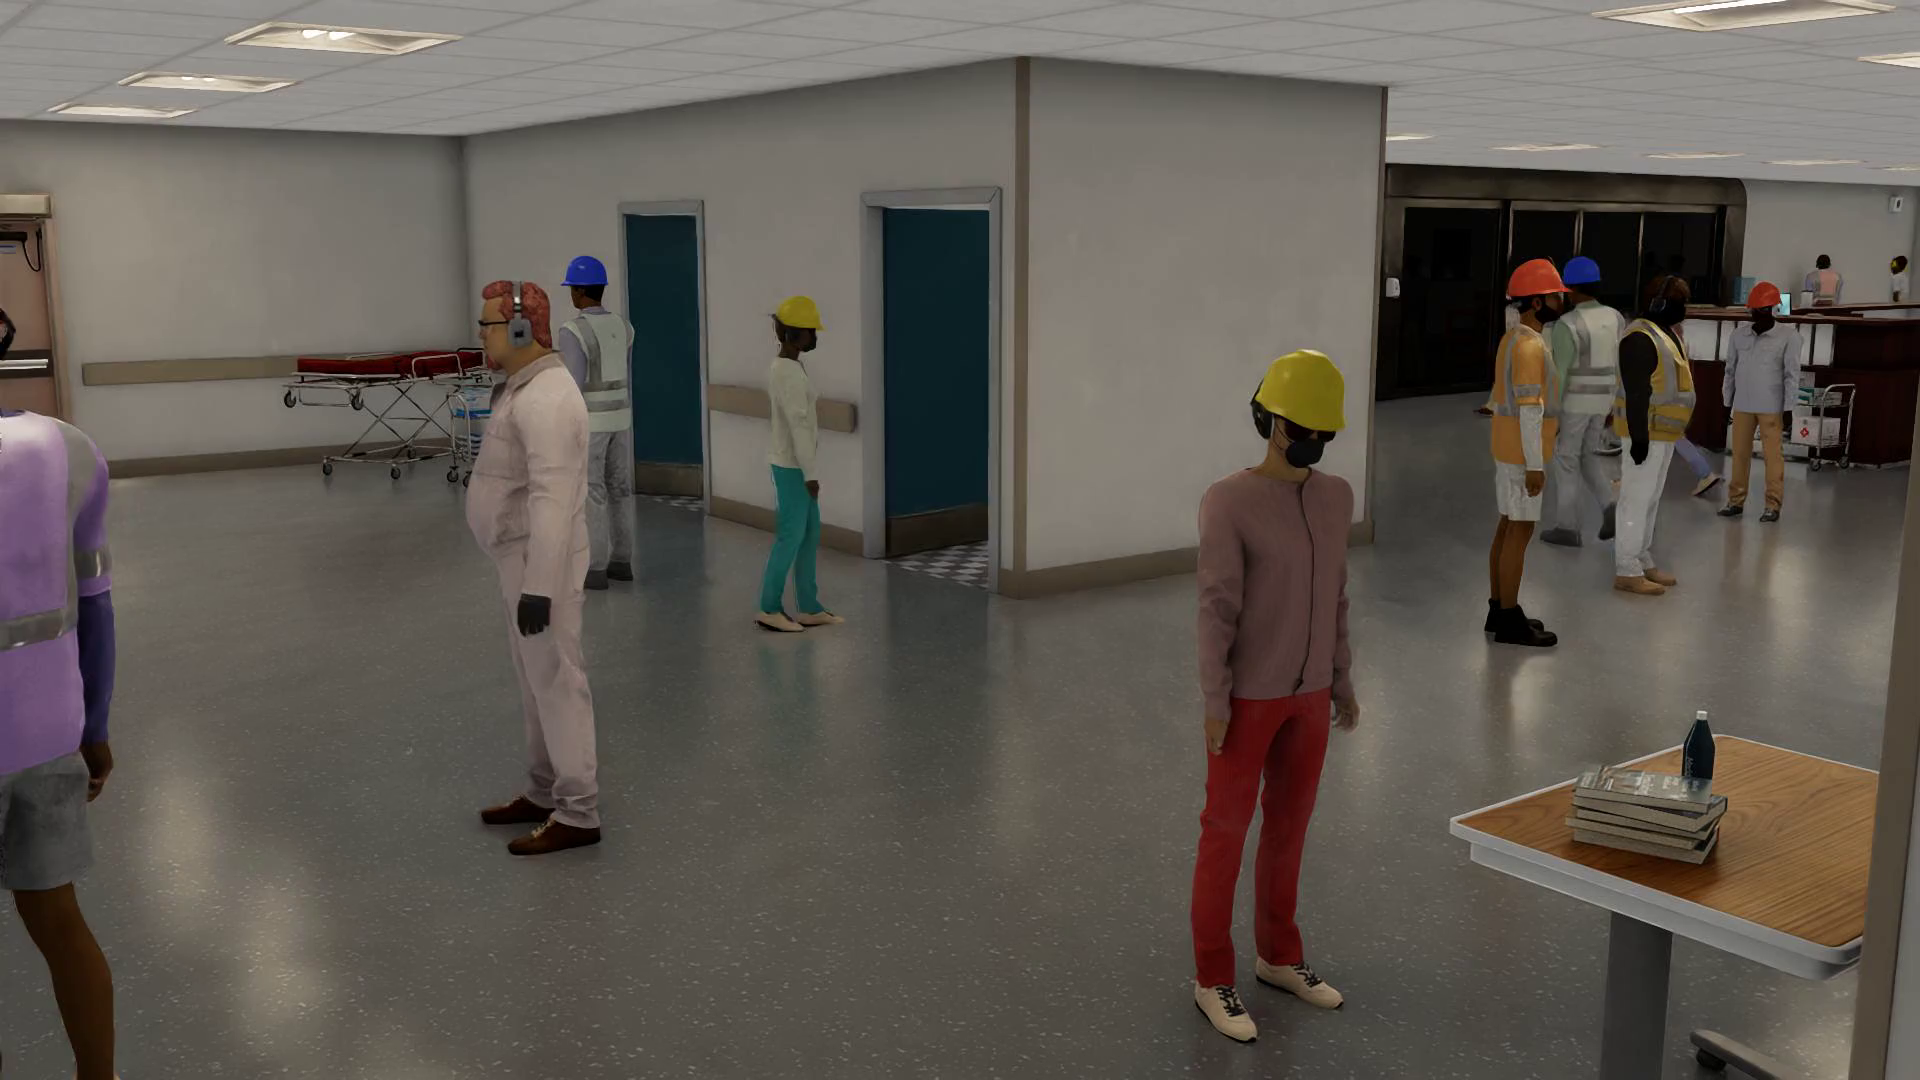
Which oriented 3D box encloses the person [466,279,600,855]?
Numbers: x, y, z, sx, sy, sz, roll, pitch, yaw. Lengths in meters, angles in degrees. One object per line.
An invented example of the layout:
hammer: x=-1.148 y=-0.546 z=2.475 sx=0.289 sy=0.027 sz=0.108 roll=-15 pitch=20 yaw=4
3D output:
person: x=-1.429 y=0.093 z=5.549 sx=0.403 sy=1.904 sz=0.653 roll=-3 pitch=11 yaw=-18

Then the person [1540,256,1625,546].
person: x=4.138 y=-0.900 z=11.018 sx=0.625 sy=1.933 sz=0.496 roll=-6 pitch=12 yaw=-29

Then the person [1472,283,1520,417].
person: x=6.331 y=-2.180 z=19.125 sx=0.812 sy=1.591 sz=0.518 roll=-3 pitch=11 yaw=-17

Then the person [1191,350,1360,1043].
person: x=0.827 y=0.392 z=4.281 sx=0.523 sy=1.760 sz=0.327 roll=-7 pitch=12 yaw=-34

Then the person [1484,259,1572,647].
person: x=2.873 y=-0.441 z=8.429 sx=0.347 sy=1.943 sz=0.545 roll=2 pitch=10 yaw=8

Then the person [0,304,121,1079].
person: x=-2.035 y=0.409 z=3.432 sx=0.408 sy=2.030 sz=0.616 roll=4 pitch=11 yaw=20

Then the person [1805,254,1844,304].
person: x=14.087 y=-3.746 z=27.239 sx=0.624 sy=1.841 sz=0.430 roll=-1 pitch=10 yaw=-3

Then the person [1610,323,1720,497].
person: x=5.736 y=-1.224 z=13.437 sx=0.891 sy=1.723 sz=0.518 roll=8 pitch=13 yaw=37

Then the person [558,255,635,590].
person: x=-2.140 y=-0.683 z=9.768 sx=0.384 sy=1.949 sz=0.603 roll=4 pitch=11 yaw=23

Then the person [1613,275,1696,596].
person: x=4.034 y=-0.611 z=9.681 sx=0.429 sy=1.840 sz=0.624 roll=7 pitch=12 yaw=35

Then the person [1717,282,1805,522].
person: x=5.821 y=-1.002 z=12.140 sx=0.361 sy=1.742 sz=0.563 roll=-7 pitch=12 yaw=-35

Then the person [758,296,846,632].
person: x=-0.842 y=-0.384 z=8.652 sx=0.473 sy=1.759 sz=0.550 roll=-2 pitch=10 yaw=-9

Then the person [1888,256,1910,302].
person: x=14.370 y=-3.444 z=25.581 sx=0.675 sy=1.835 sz=0.341 roll=-10 pitch=14 yaw=-44
